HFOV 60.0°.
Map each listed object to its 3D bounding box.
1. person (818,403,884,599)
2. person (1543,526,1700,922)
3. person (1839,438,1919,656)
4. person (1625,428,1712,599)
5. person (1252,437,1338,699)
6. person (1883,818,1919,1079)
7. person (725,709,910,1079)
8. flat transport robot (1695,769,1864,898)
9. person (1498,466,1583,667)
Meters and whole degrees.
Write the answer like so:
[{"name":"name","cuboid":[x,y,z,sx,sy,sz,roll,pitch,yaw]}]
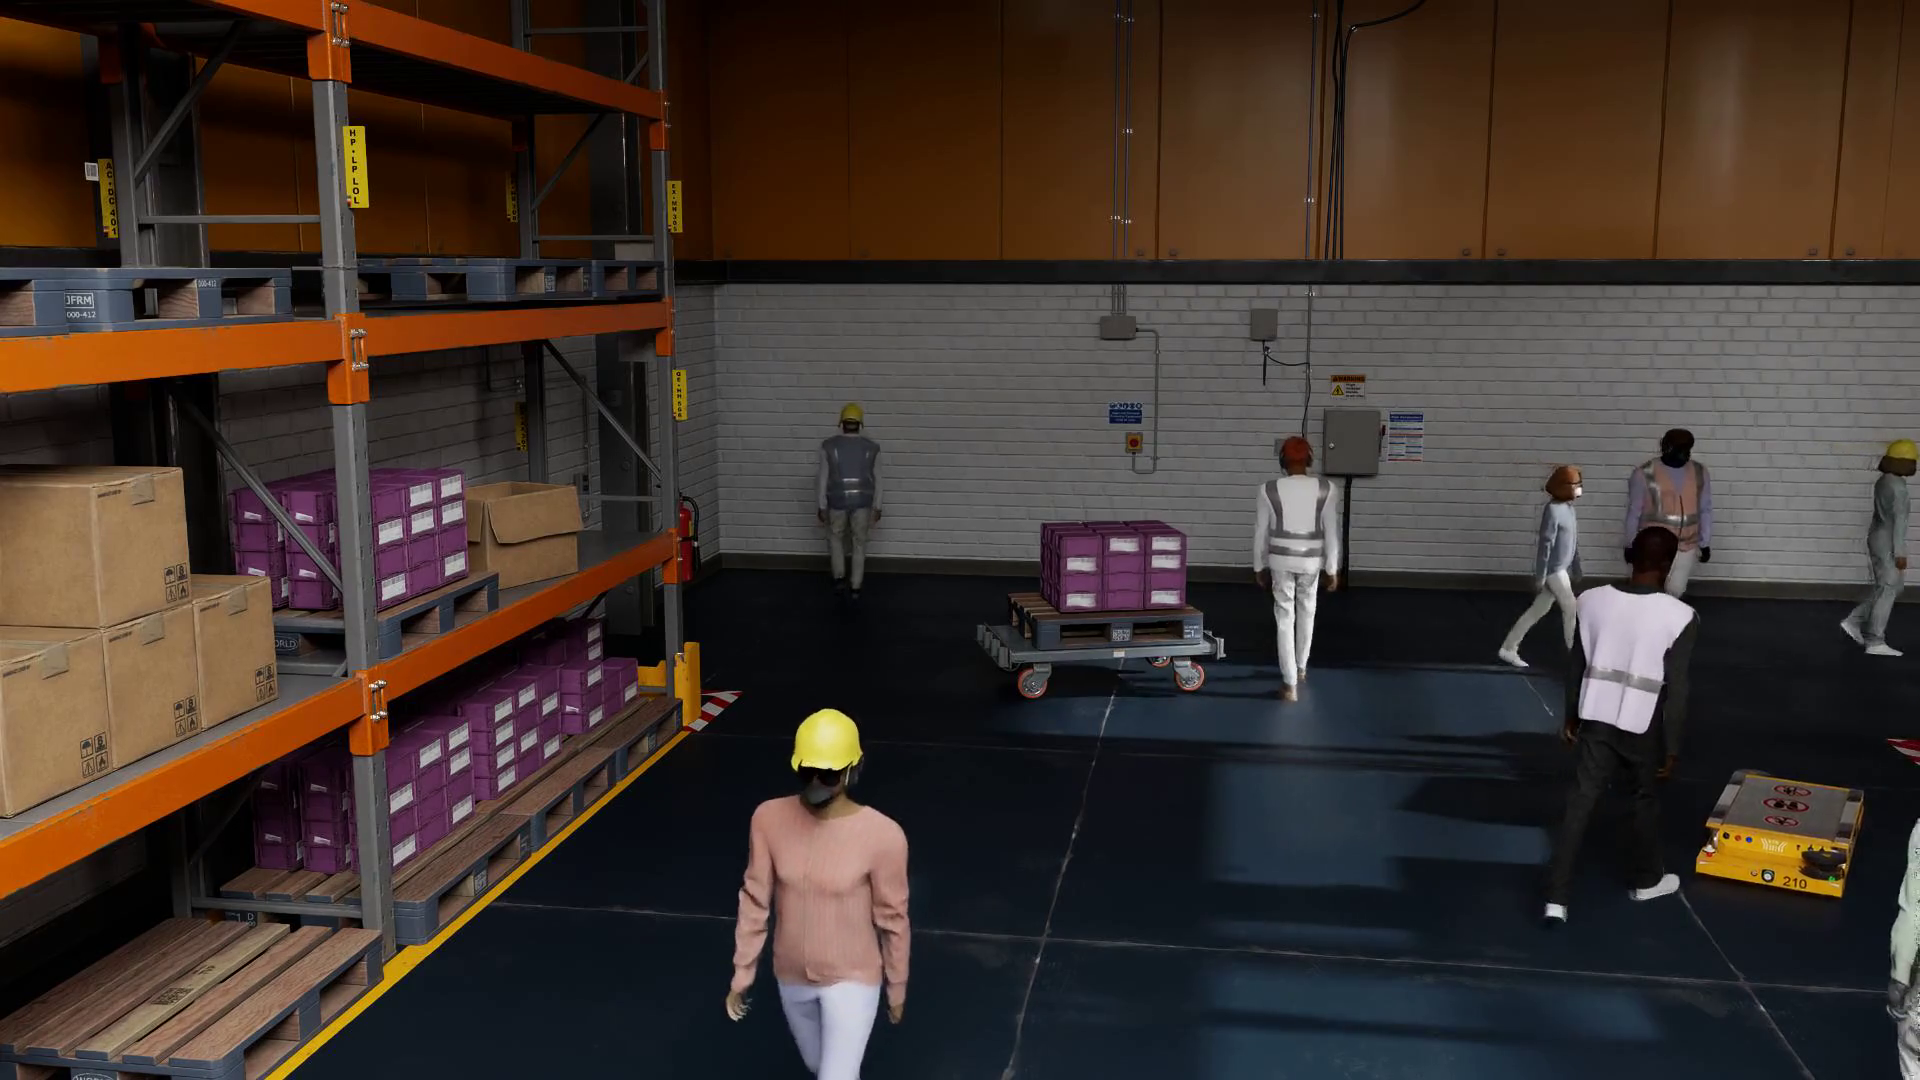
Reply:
[{"name":"person","cuboid":[-1.002,-0.355,15.351,0.625,1.820,0.416,-1,9,-9]},{"name":"person","cuboid":[3.080,0.860,7.774,1.038,1.862,0.645,-8,12,-42]},{"name":"person","cuboid":[7.307,0.061,13.099,0.388,1.729,0.489,3,10,17]},{"name":"person","cuboid":[5.596,0.002,13.222,0.643,1.814,0.800,0,9,-2]},{"name":"person","cuboid":[2.405,0.169,12.051,0.589,1.841,0.945,1,9,4]},{"name":"person","cuboid":[3.174,1.392,5.171,0.550,1.620,0.432,3,10,18]},{"name":"person","cuboid":[-0.400,1.337,5.227,0.532,1.724,0.899,4,10,22]},{"name":"flat transport robot","cuboid":[4.313,1.499,8.694,0.652,0.197,1.431,6,11,31]},{"name":"person","cuboid":[4.459,0.222,12.501,0.842,1.590,0.529,6,11,35]}]
